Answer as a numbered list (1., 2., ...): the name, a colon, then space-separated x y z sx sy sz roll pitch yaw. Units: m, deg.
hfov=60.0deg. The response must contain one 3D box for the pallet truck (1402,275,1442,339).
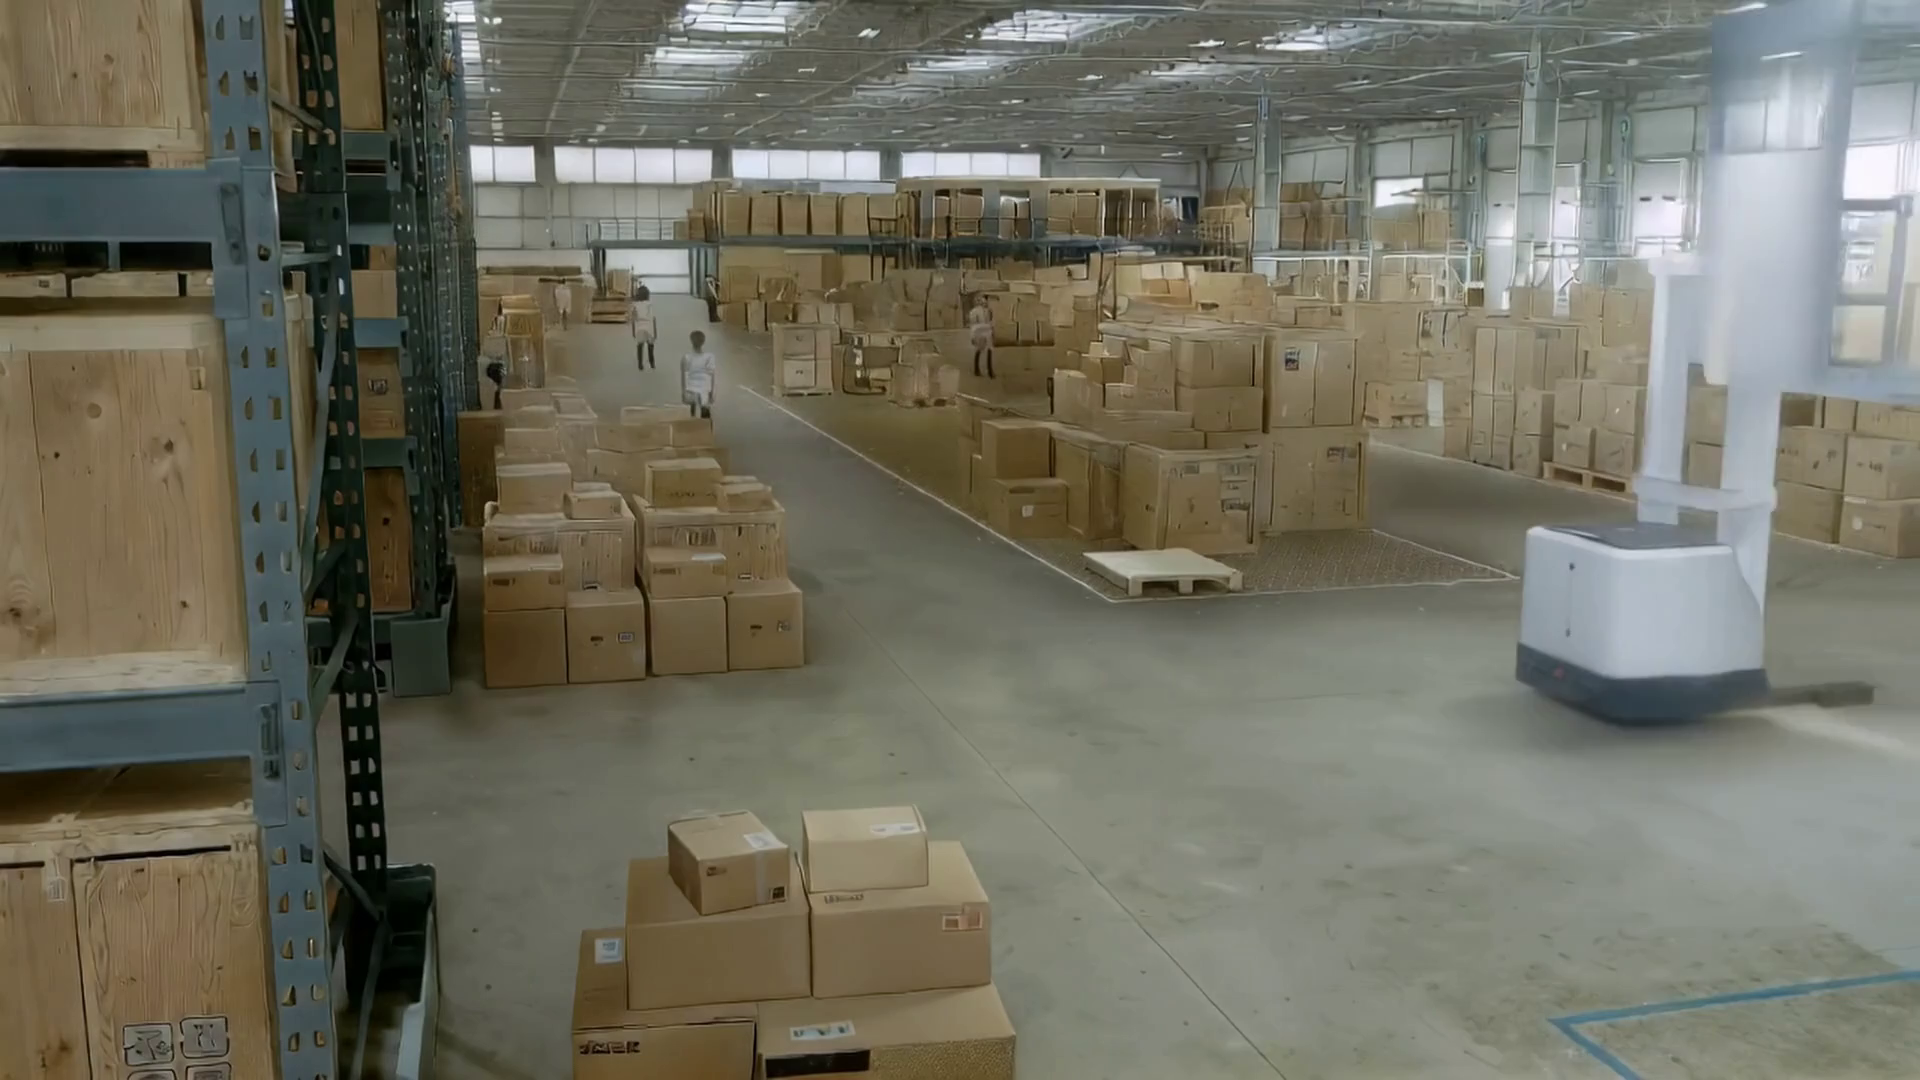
1. pallet truck: 14.620 -7.324 52.145 0.823 1.965 1.885 8 13 40

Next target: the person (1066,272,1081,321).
1. person: 4.210 -9.413 64.262 1.001 1.884 0.652 9 13 41

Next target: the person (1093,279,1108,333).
1. person: 4.616 -7.694 54.737 0.540 1.815 1.003 2 10 12

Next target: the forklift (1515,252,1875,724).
1. forklift: 4.620 -0.387 10.364 1.873 2.768 1.129 -3 10 -15

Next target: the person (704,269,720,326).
1. person: -8.996 -8.772 60.220 0.537 2.000 0.682 -7 12 -34

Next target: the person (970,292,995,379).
1. person: 0.501 -4.435 36.097 0.565 1.883 1.018 -3 11 -19

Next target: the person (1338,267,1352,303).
1. person: 18.153 -11.847 77.943 0.741 1.930 0.616 1 10 7

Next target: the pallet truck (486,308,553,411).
1. pallet truck: -6.242 -2.418 24.362 0.823 1.965 1.885 1 10 3

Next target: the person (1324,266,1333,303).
1. person: 16.102 -10.962 72.760 0.393 1.990 0.616 4 11 21

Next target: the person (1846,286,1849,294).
1. person: 23.039 -5.686 43.257 0.464 1.866 0.580 6 12 30

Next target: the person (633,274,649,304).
1. person: -12.046 -9.118 62.796 0.582 1.830 1.001 -1 10 -3

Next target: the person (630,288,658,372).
1. person: -7.298 -4.867 38.470 0.625 1.907 1.003 0 10 2

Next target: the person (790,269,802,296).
1. person: -6.324 -9.262 63.071 0.620 2.020 0.790 -4 11 -20

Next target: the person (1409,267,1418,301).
1. person: 21.139 -11.719 77.302 0.586 1.910 0.661 -6 12 -32

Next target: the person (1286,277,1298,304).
1. person: 13.000 -9.505 65.449 0.534 1.660 0.845 -8 13 -39

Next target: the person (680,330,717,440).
1. person: -3.697 -2.110 23.466 0.532 1.698 0.319 1 10 8

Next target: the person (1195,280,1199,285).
1. person: 9.250 -9.303 63.802 0.625 1.841 0.429 5 11 28

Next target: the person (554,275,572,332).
1. person: -13.427 -8.004 56.232 0.545 1.919 0.778 -4 11 -23
